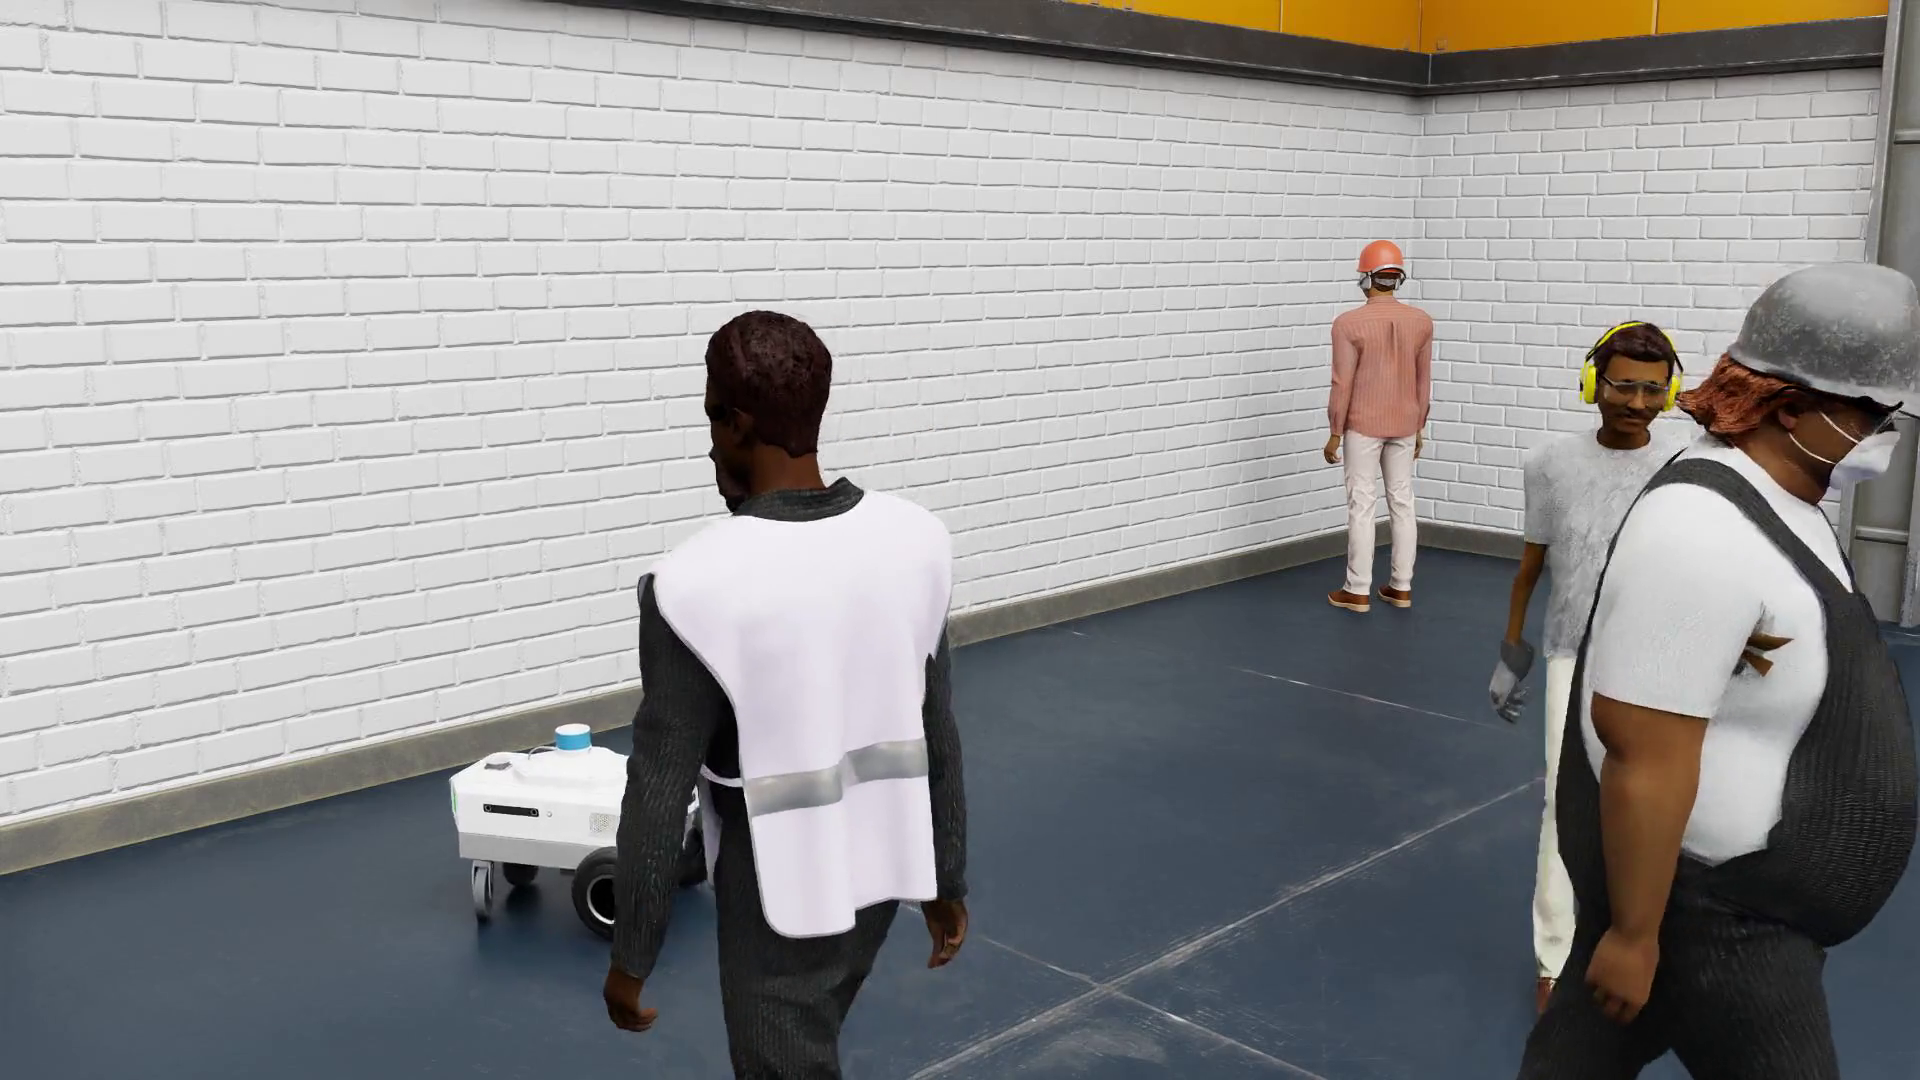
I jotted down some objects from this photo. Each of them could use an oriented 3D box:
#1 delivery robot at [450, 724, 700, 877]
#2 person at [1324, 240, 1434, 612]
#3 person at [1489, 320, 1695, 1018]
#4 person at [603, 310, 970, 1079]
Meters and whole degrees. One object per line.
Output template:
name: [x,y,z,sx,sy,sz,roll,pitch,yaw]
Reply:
delivery robot: [-1.154,0.797,4.997,0.707,0.478,0.477,3,11,15]
person: [2.246,-0.609,8.987,0.613,1.995,0.391,-3,11,-17]
person: [1.737,0.313,4.476,0.583,1.820,0.950,4,11,23]
person: [-0.323,0.575,2.777,0.661,1.896,0.616,10,14,42]
